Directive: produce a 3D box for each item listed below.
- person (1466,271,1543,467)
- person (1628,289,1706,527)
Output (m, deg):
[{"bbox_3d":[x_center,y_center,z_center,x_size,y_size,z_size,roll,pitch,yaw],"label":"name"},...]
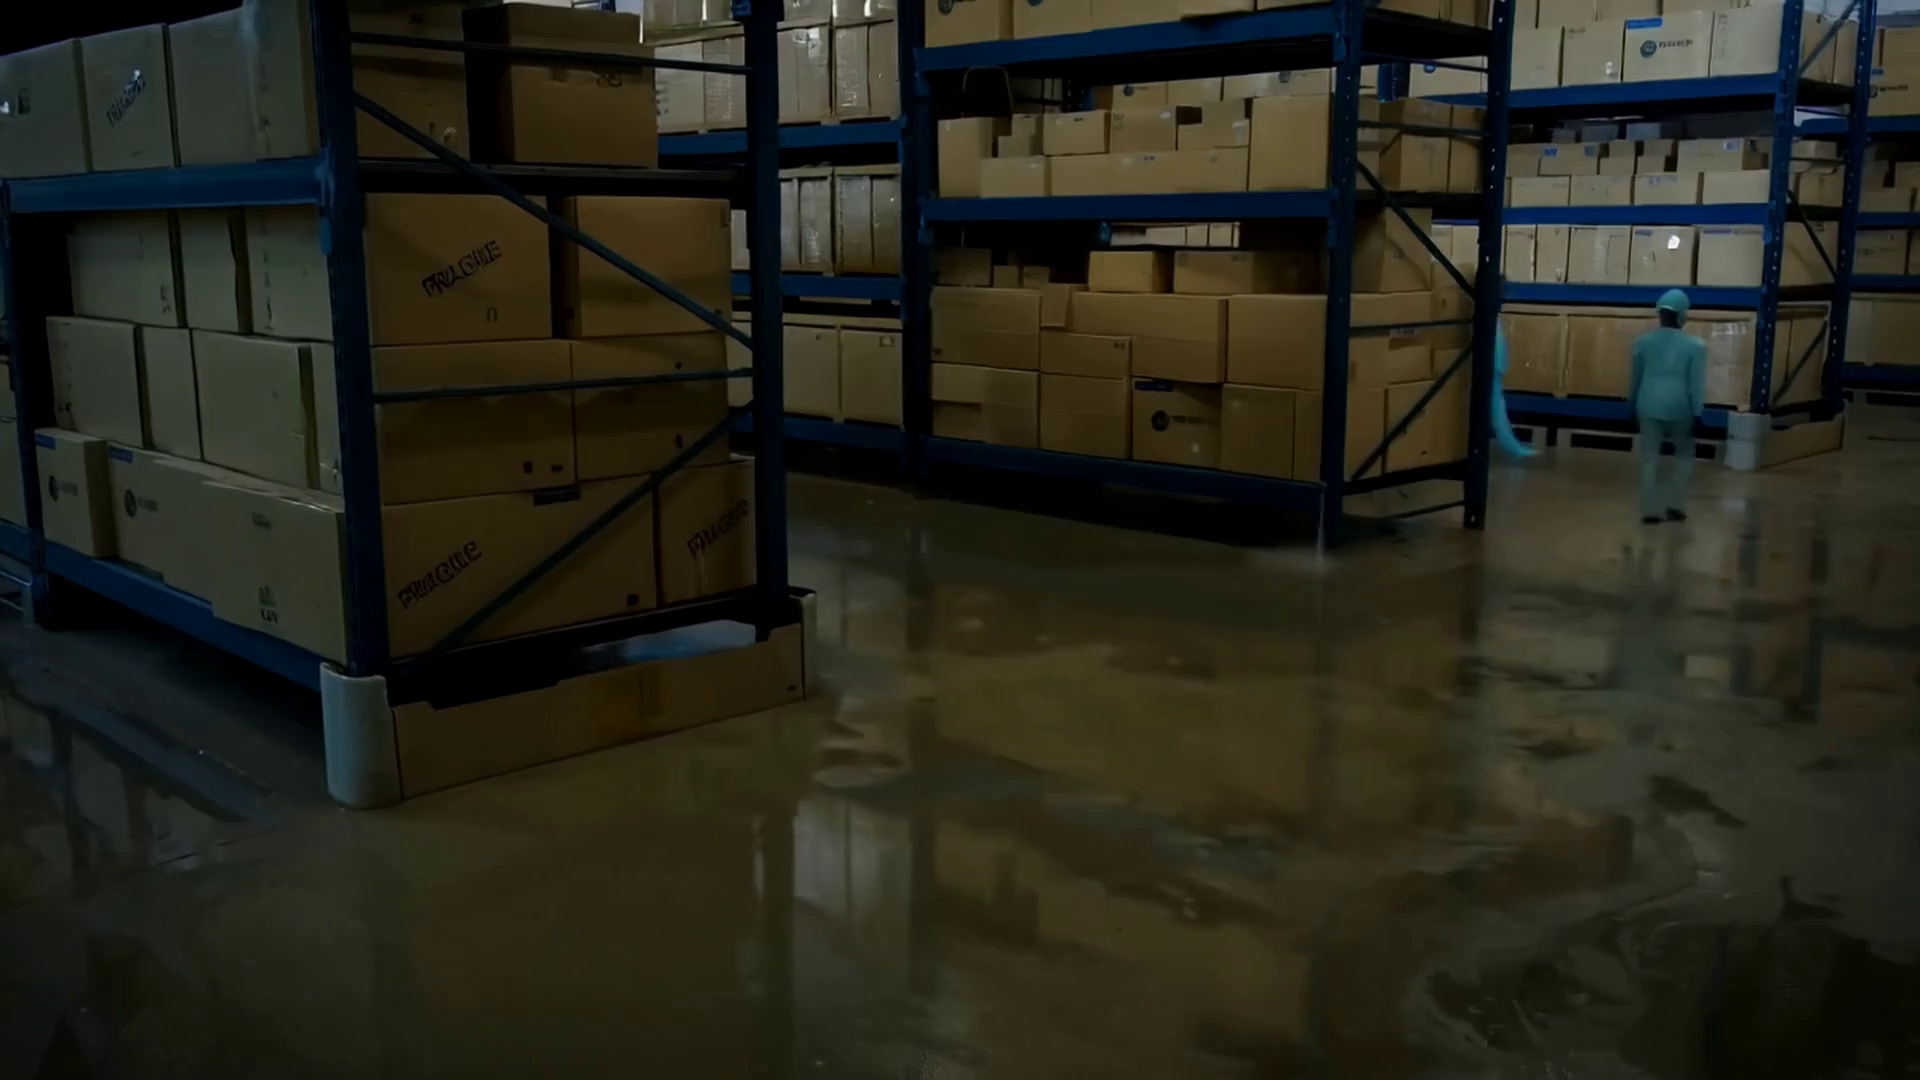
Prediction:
[{"bbox_3d":[4.982,-1.576,15.386,0.919,1.798,0.659,5,12,26],"label":"person"},{"bbox_3d":[5.208,-0.965,12.223,0.518,1.730,0.602,-9,14,-41],"label":"person"}]
